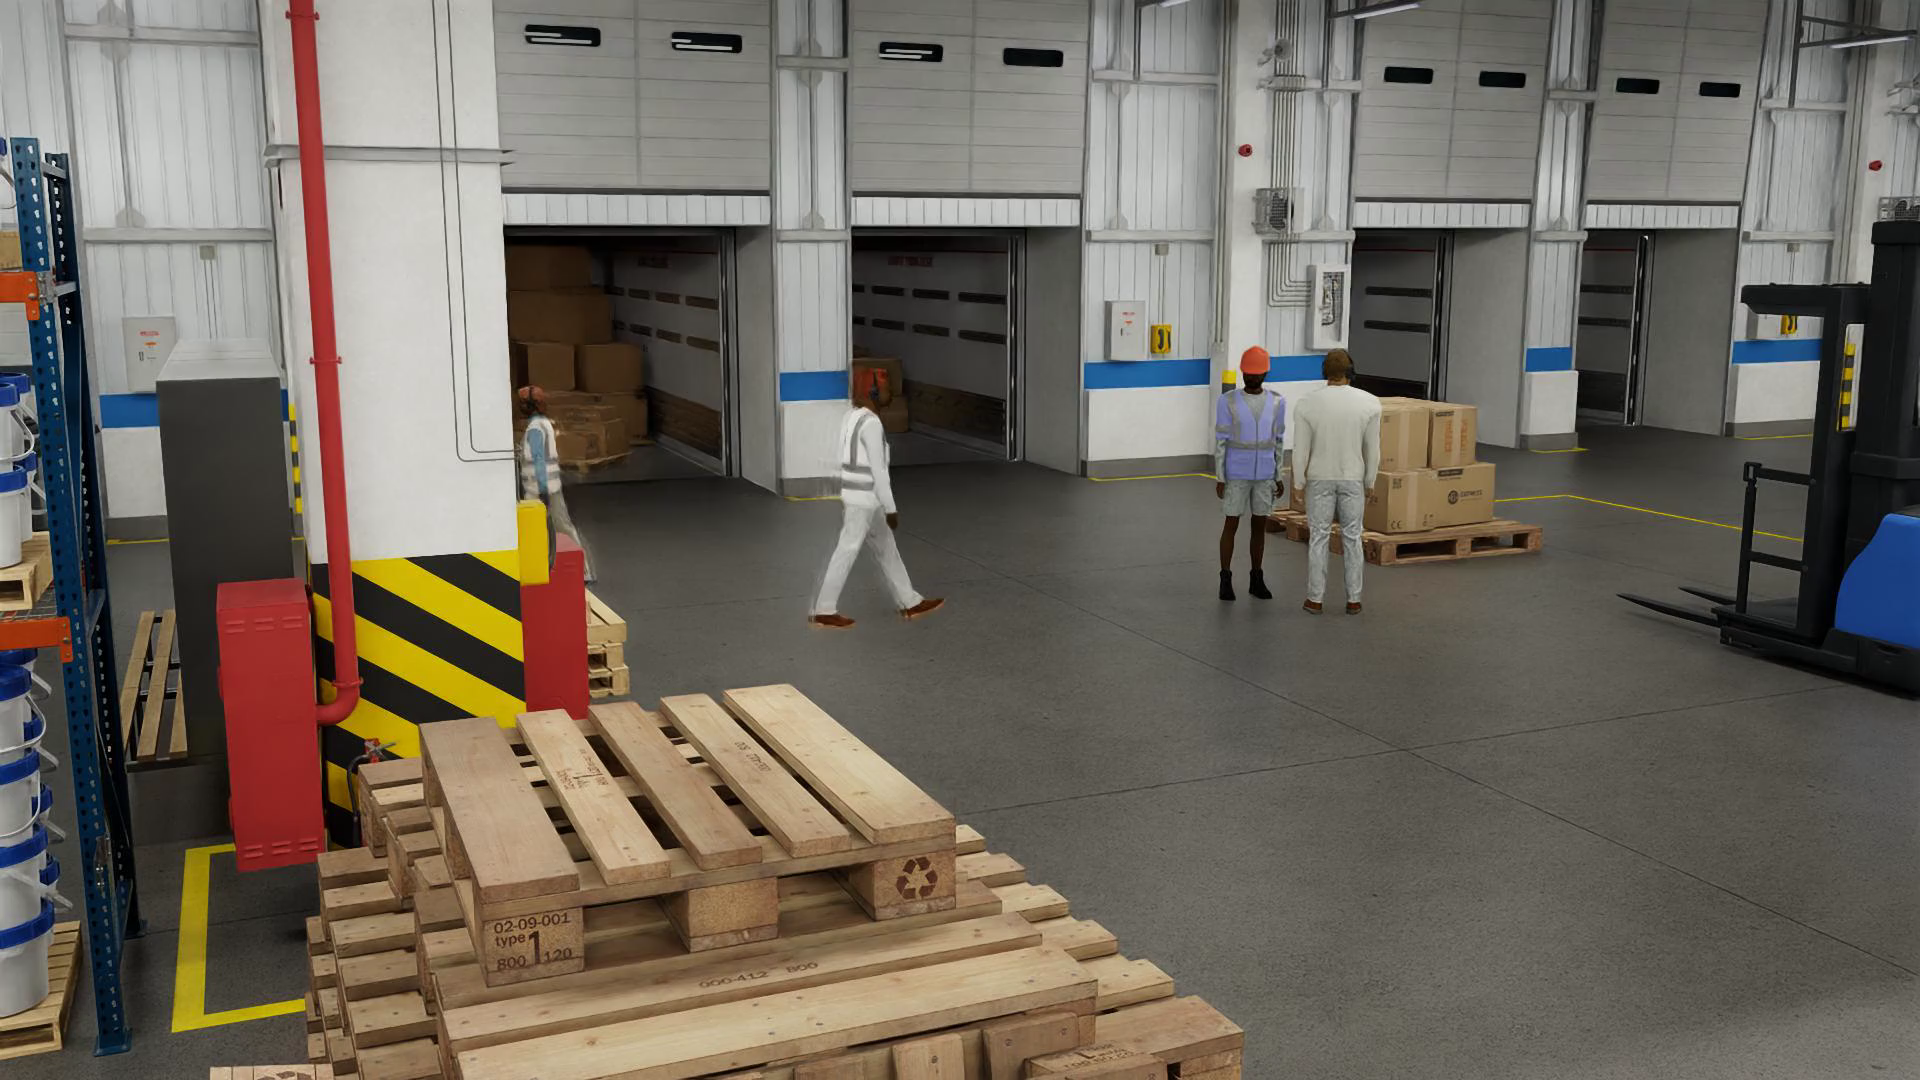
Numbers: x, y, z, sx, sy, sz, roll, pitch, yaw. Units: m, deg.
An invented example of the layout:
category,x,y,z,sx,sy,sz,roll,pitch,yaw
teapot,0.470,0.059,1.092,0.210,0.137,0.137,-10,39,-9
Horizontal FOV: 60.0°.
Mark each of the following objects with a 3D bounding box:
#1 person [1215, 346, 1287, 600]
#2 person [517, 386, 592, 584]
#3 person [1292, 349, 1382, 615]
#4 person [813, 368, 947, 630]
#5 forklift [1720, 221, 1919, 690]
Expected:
category,x,y,z,sx,sy,sz,roll,pitch,yaw
person,2.199,-0.499,12.556,0.547,1.930,0.382,-1,10,-8
person,-3.317,-0.407,12.982,0.885,1.584,0.527,0,10,-3
person,2.717,-0.413,12.071,0.629,1.937,0.379,1,10,7
person,-0.590,-0.277,11.622,0.995,1.822,0.598,-2,10,-9
forklift,5.949,-0.550,10.218,1.129,2.768,1.873,-4,11,-23
